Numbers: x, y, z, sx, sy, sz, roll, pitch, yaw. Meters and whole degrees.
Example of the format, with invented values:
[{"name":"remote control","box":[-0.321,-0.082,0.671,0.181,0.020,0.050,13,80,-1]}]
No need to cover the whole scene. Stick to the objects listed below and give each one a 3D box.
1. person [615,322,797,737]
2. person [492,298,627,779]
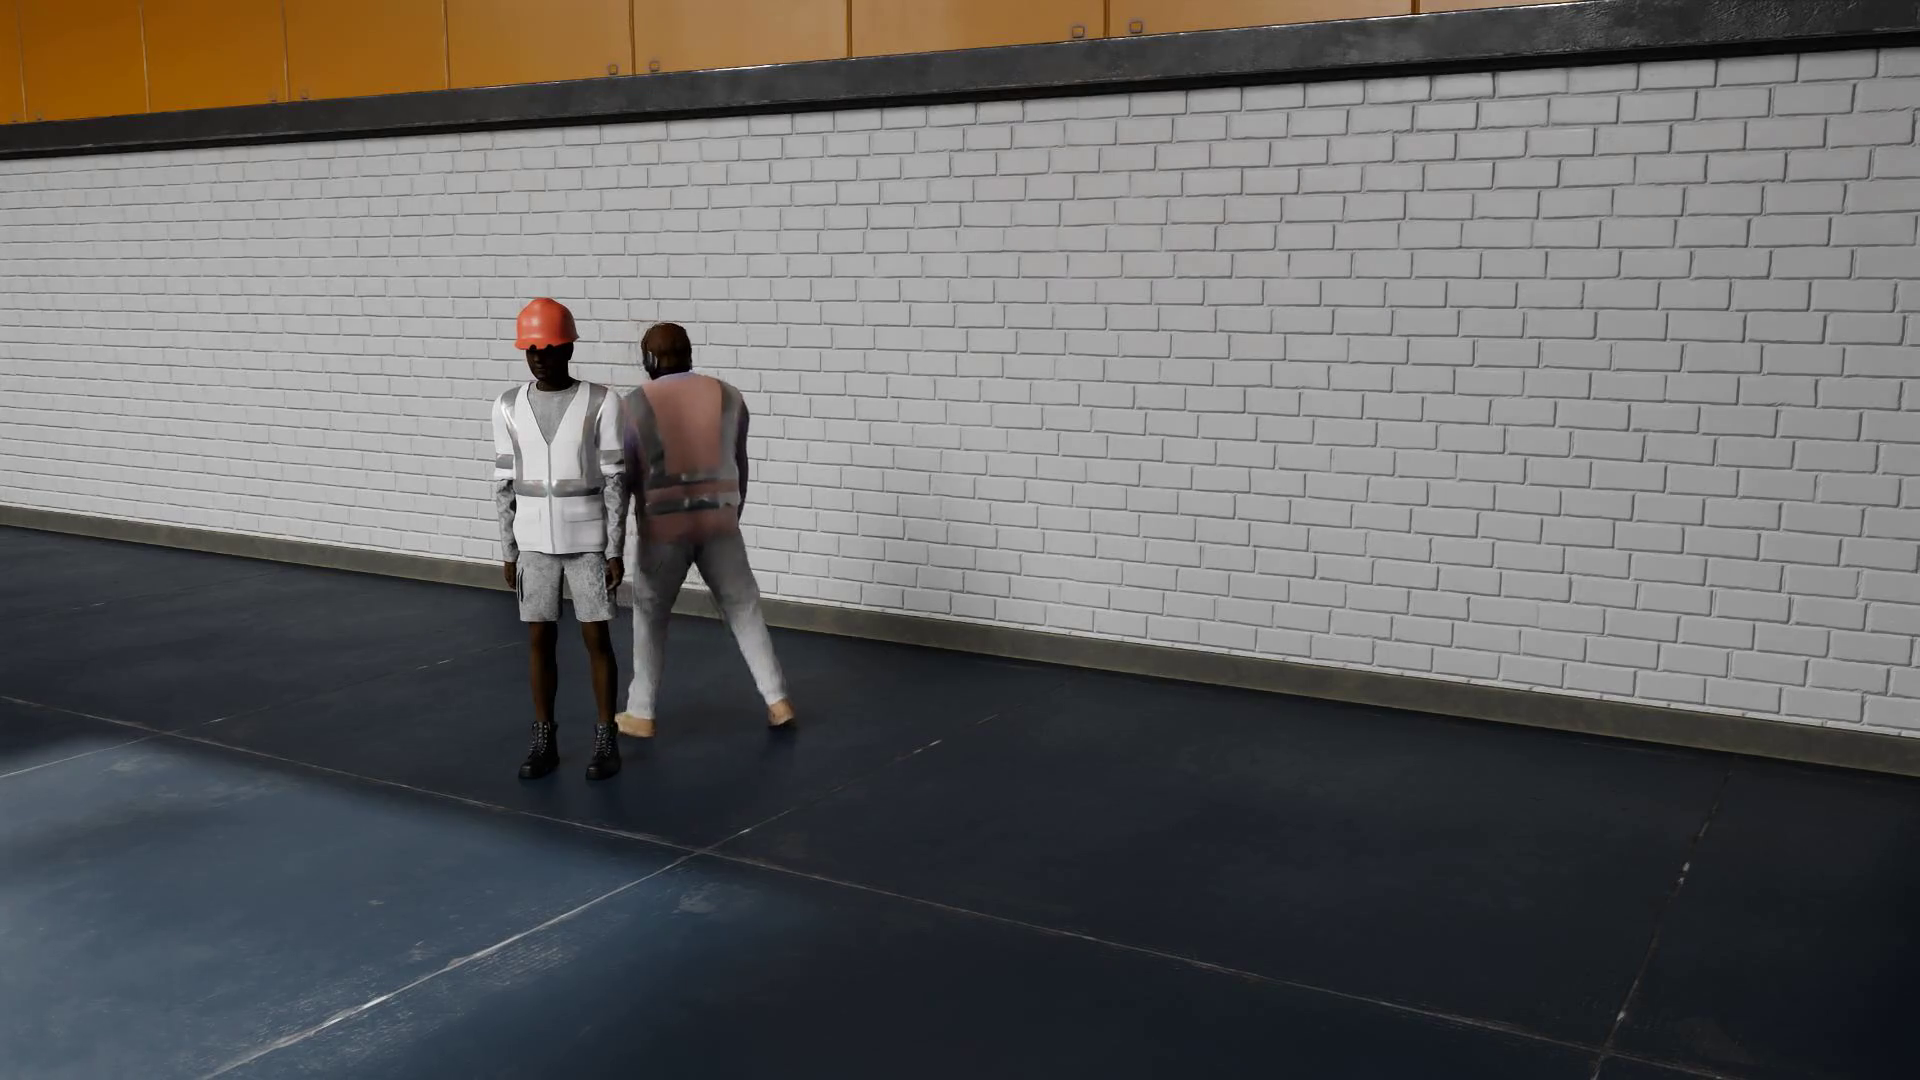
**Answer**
[{"name":"person","box":[-1.151,-0.030,7.264,0.820,1.810,0.530,-5,10,-26]},{"name":"person","box":[-1.597,0.008,6.640,0.539,1.930,0.377,1,9,3]}]
